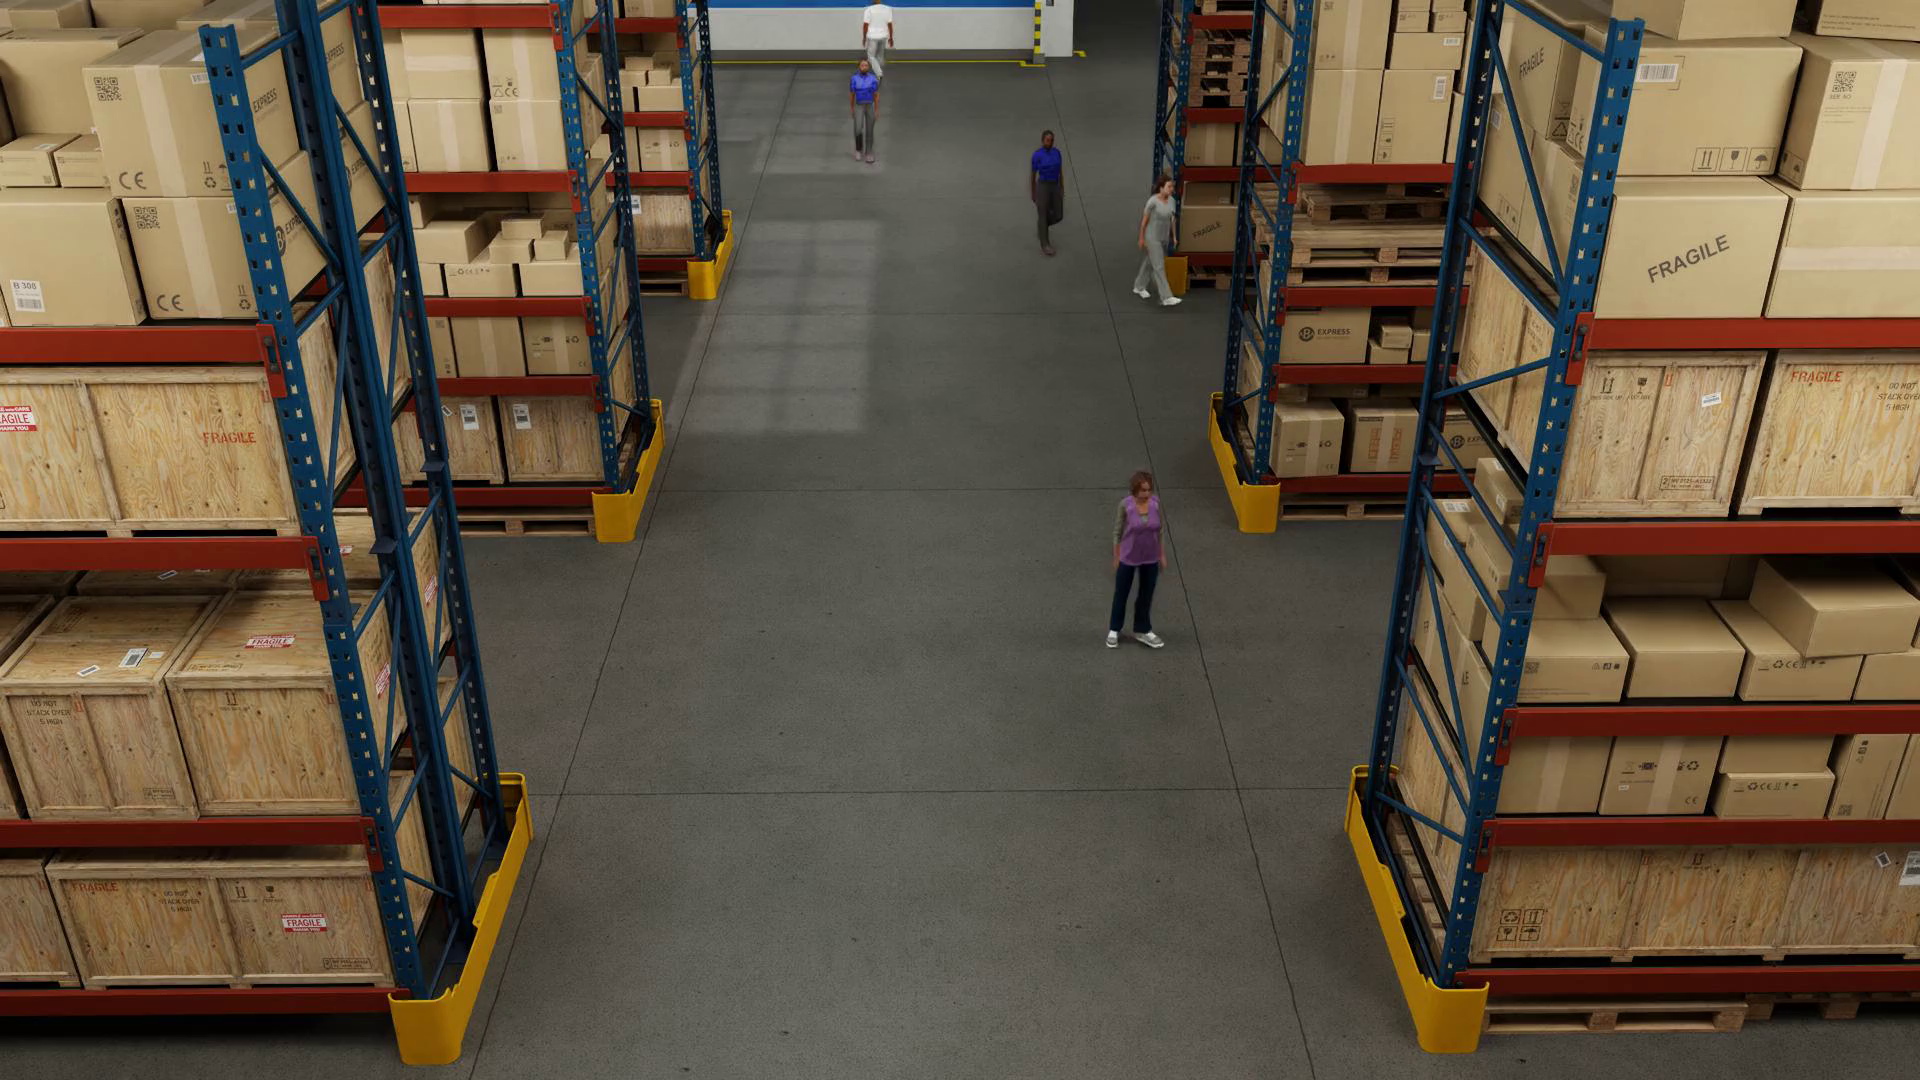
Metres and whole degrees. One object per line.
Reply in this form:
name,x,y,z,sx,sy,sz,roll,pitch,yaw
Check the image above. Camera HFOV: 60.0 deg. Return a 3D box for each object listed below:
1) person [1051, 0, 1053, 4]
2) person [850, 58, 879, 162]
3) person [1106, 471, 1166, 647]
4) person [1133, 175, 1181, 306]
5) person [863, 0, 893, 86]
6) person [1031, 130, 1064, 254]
person,2.206,-12.346,36.948,0.547,1.651,0.492,-1,28,-2
person,-1.534,-6.948,26.907,0.461,1.658,0.429,-5,29,-9
person,1.472,0.154,13.781,0.481,1.600,0.341,-6,29,-12
person,2.581,-3.811,21.095,0.468,1.636,0.904,-22,35,-35
person,-1.573,-9.595,31.748,0.601,1.757,0.842,-12,31,-22
person,1.207,-4.839,23.006,0.459,1.647,0.651,-13,31,-23
